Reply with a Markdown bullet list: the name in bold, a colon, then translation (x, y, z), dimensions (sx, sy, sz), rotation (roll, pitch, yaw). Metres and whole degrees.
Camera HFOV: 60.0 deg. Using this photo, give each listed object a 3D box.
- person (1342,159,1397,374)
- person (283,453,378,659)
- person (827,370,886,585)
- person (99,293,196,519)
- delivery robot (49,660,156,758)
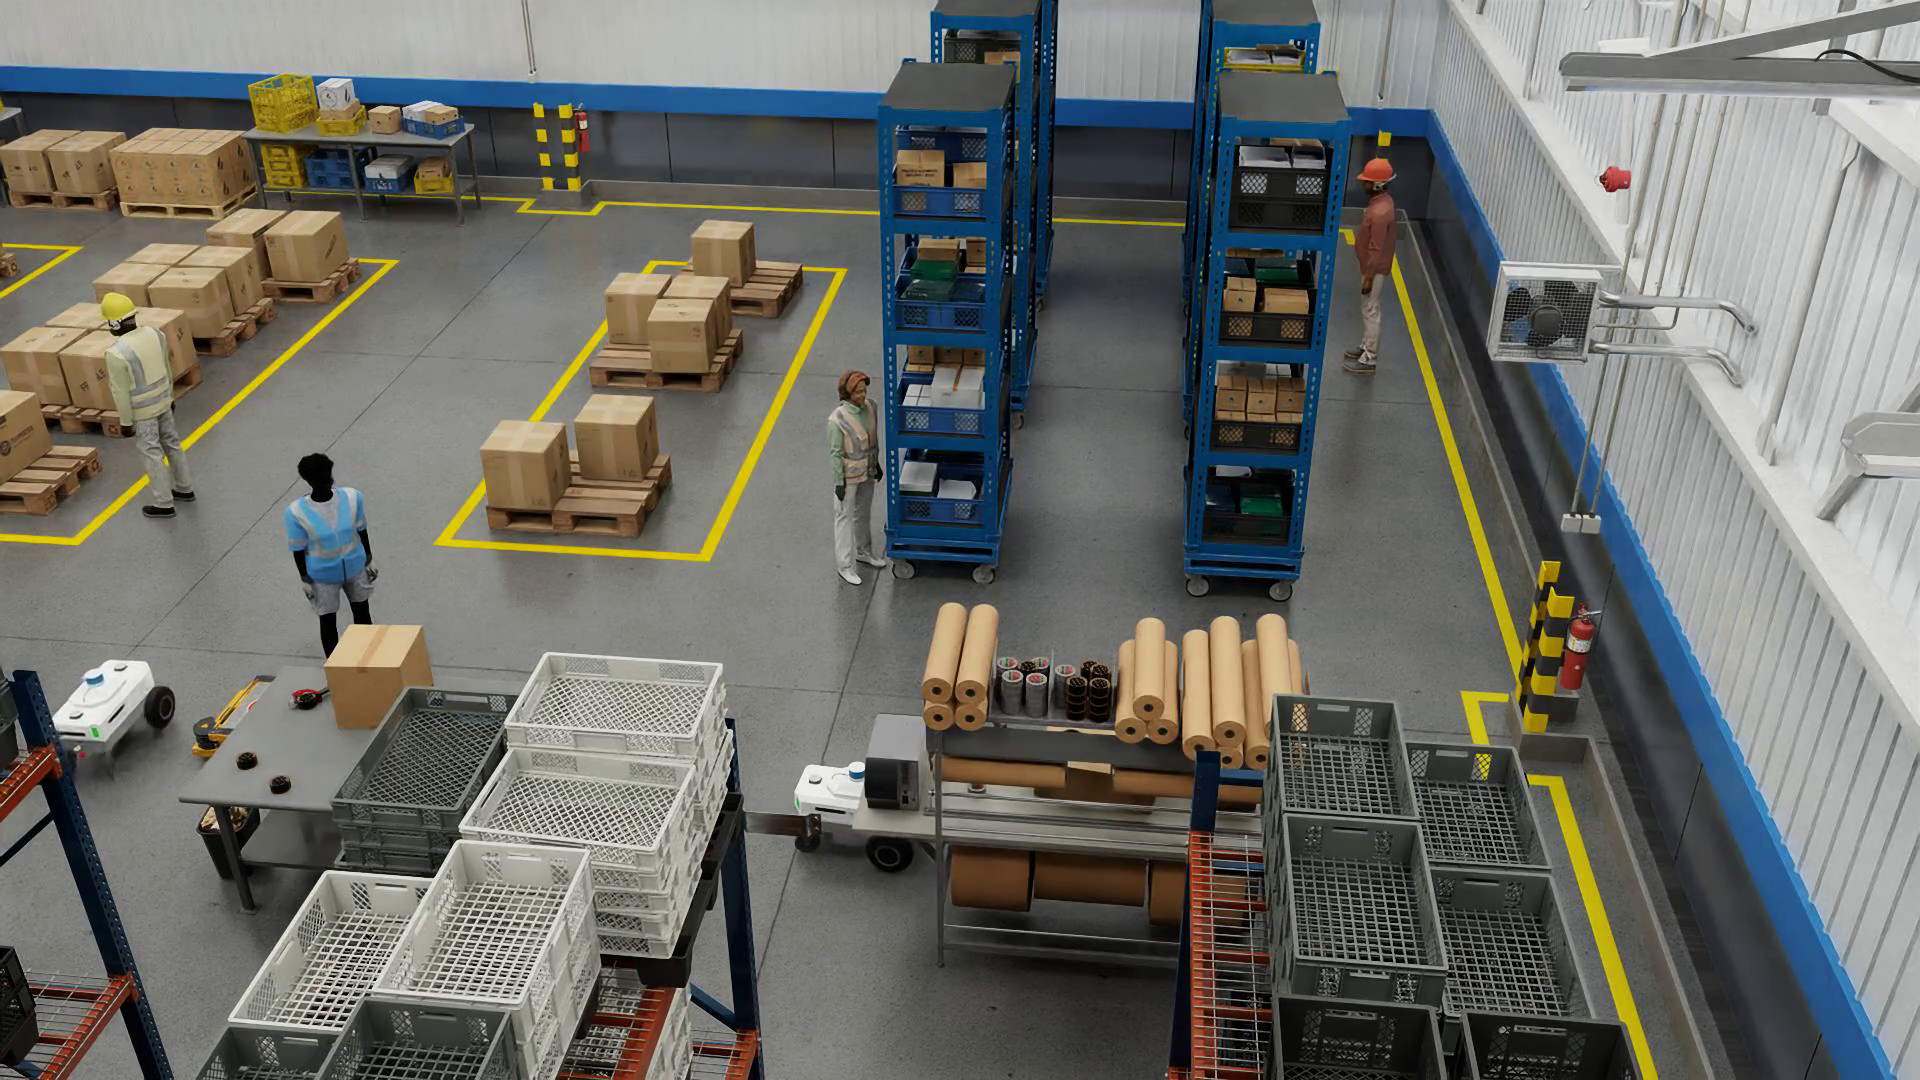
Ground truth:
- **person**: translation (3.768, -2.526, 15.301), dimensions (0.409, 1.986, 0.618), rotation (6, 31, 11)
- **person**: translation (-4.081, 0.198, 10.897), dimensions (0.535, 1.699, 0.318), rotation (-24, 38, -35)
- **person**: translation (-0.758, -0.477, 12.113), dimensions (0.309, 1.641, 0.514), rotation (19, 35, 29)
- **person**: translation (-6.333, -1.050, 12.922), dimensions (0.403, 1.824, 0.583), rotation (6, 31, 10)
- **delivery robot**: translation (-5.407, 1.039, 10.491), dimensions (0.477, 0.478, 0.707), rotation (3, 30, 5)
